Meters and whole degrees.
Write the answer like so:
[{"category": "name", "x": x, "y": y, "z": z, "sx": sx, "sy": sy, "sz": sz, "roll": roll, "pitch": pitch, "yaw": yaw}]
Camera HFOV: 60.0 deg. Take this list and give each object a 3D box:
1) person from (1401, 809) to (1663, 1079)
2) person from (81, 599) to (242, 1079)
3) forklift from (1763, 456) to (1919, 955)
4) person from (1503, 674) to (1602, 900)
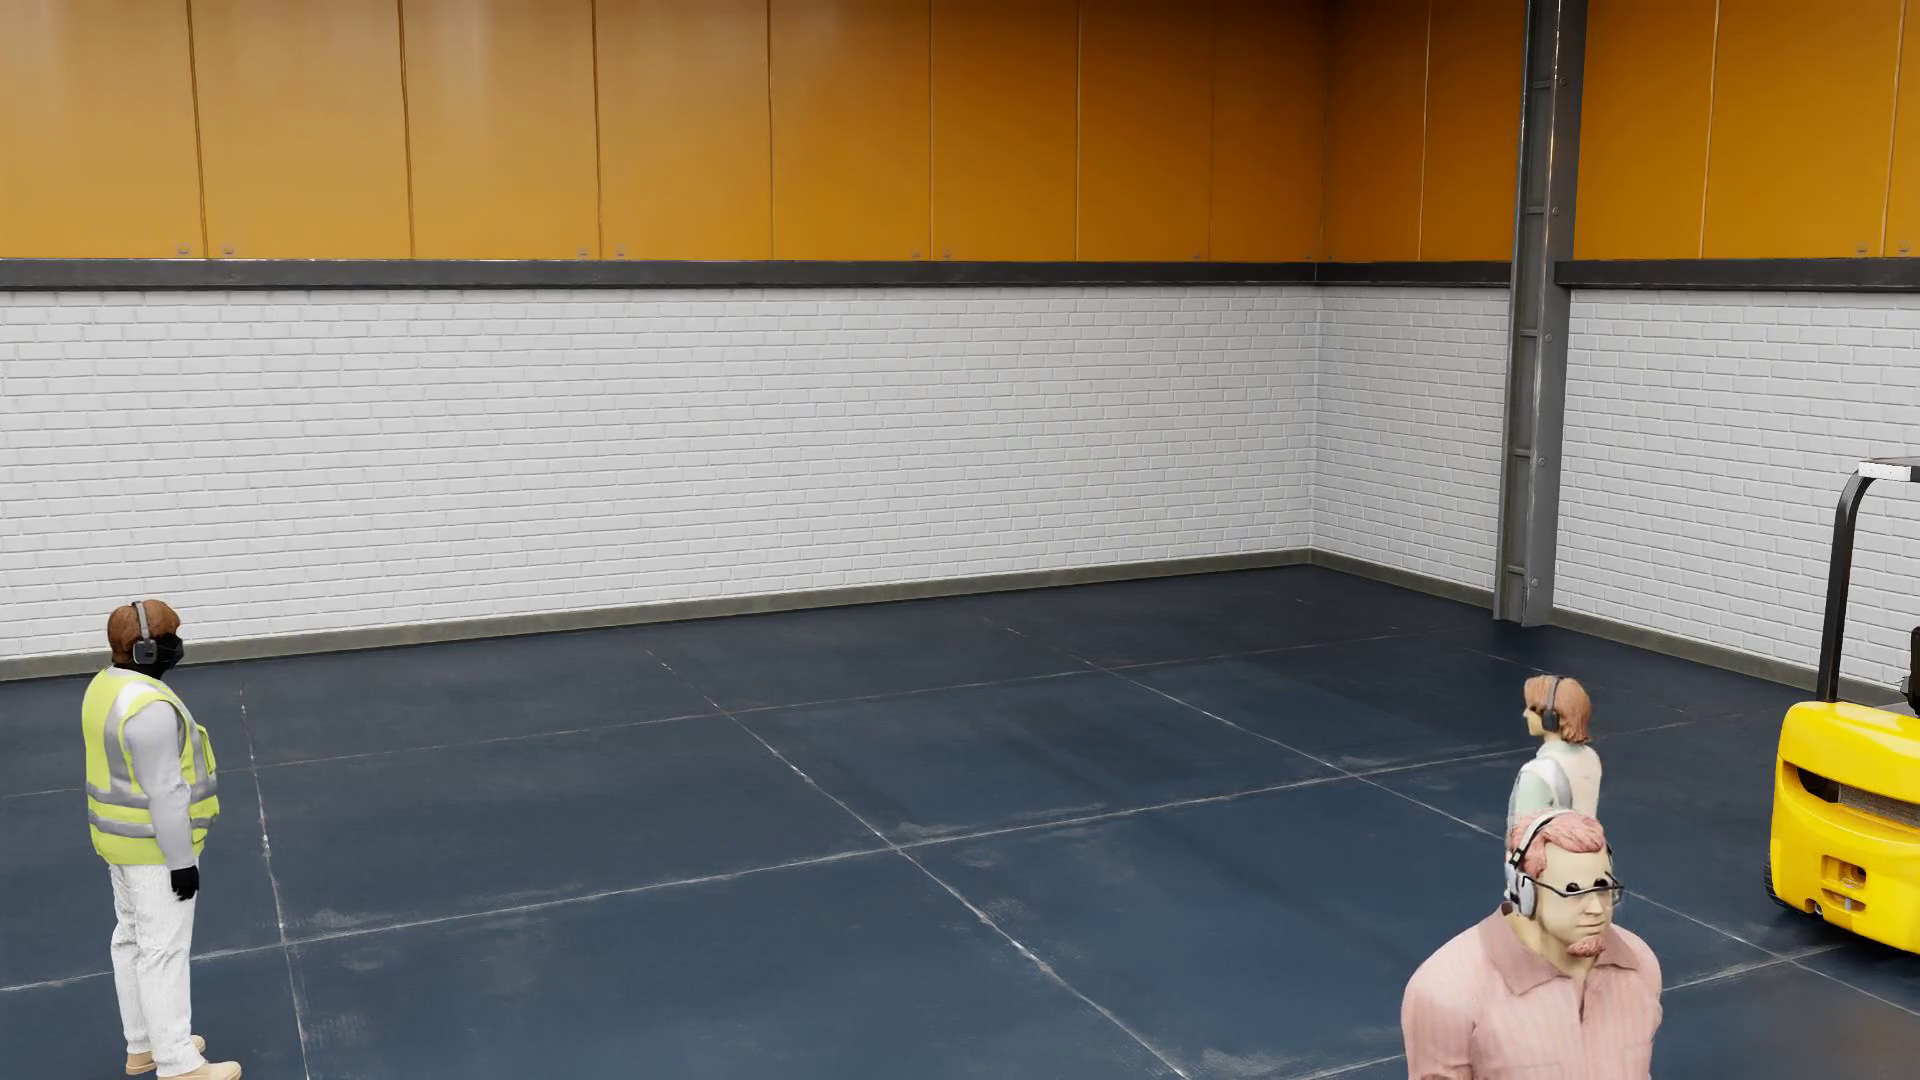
[{"category": "person", "x": 1.265, "y": 1.508, "z": 3.627, "sx": 0.643, "sy": 1.910, "sz": 0.400, "roll": -3, "pitch": 10, "yaw": -20}, {"category": "person", "x": -2.979, "y": 1.130, "z": 6.176, "sx": 0.430, "sy": 1.845, "sz": 0.622, "roll": -8, "pitch": 12, "yaw": -42}, {"category": "forklift", "x": 4.857, "y": 0.731, "z": 7.561, "sx": 2.313, "sy": 2.155, "sz": 1.214, "roll": -4, "pitch": 10, "yaw": -25}, {"category": "person", "x": 2.086, "y": 1.278, "z": 5.897, "sx": 0.382, "sy": 1.625, "sz": 0.544, "roll": 9, "pitch": 13, "yaw": 43}]
